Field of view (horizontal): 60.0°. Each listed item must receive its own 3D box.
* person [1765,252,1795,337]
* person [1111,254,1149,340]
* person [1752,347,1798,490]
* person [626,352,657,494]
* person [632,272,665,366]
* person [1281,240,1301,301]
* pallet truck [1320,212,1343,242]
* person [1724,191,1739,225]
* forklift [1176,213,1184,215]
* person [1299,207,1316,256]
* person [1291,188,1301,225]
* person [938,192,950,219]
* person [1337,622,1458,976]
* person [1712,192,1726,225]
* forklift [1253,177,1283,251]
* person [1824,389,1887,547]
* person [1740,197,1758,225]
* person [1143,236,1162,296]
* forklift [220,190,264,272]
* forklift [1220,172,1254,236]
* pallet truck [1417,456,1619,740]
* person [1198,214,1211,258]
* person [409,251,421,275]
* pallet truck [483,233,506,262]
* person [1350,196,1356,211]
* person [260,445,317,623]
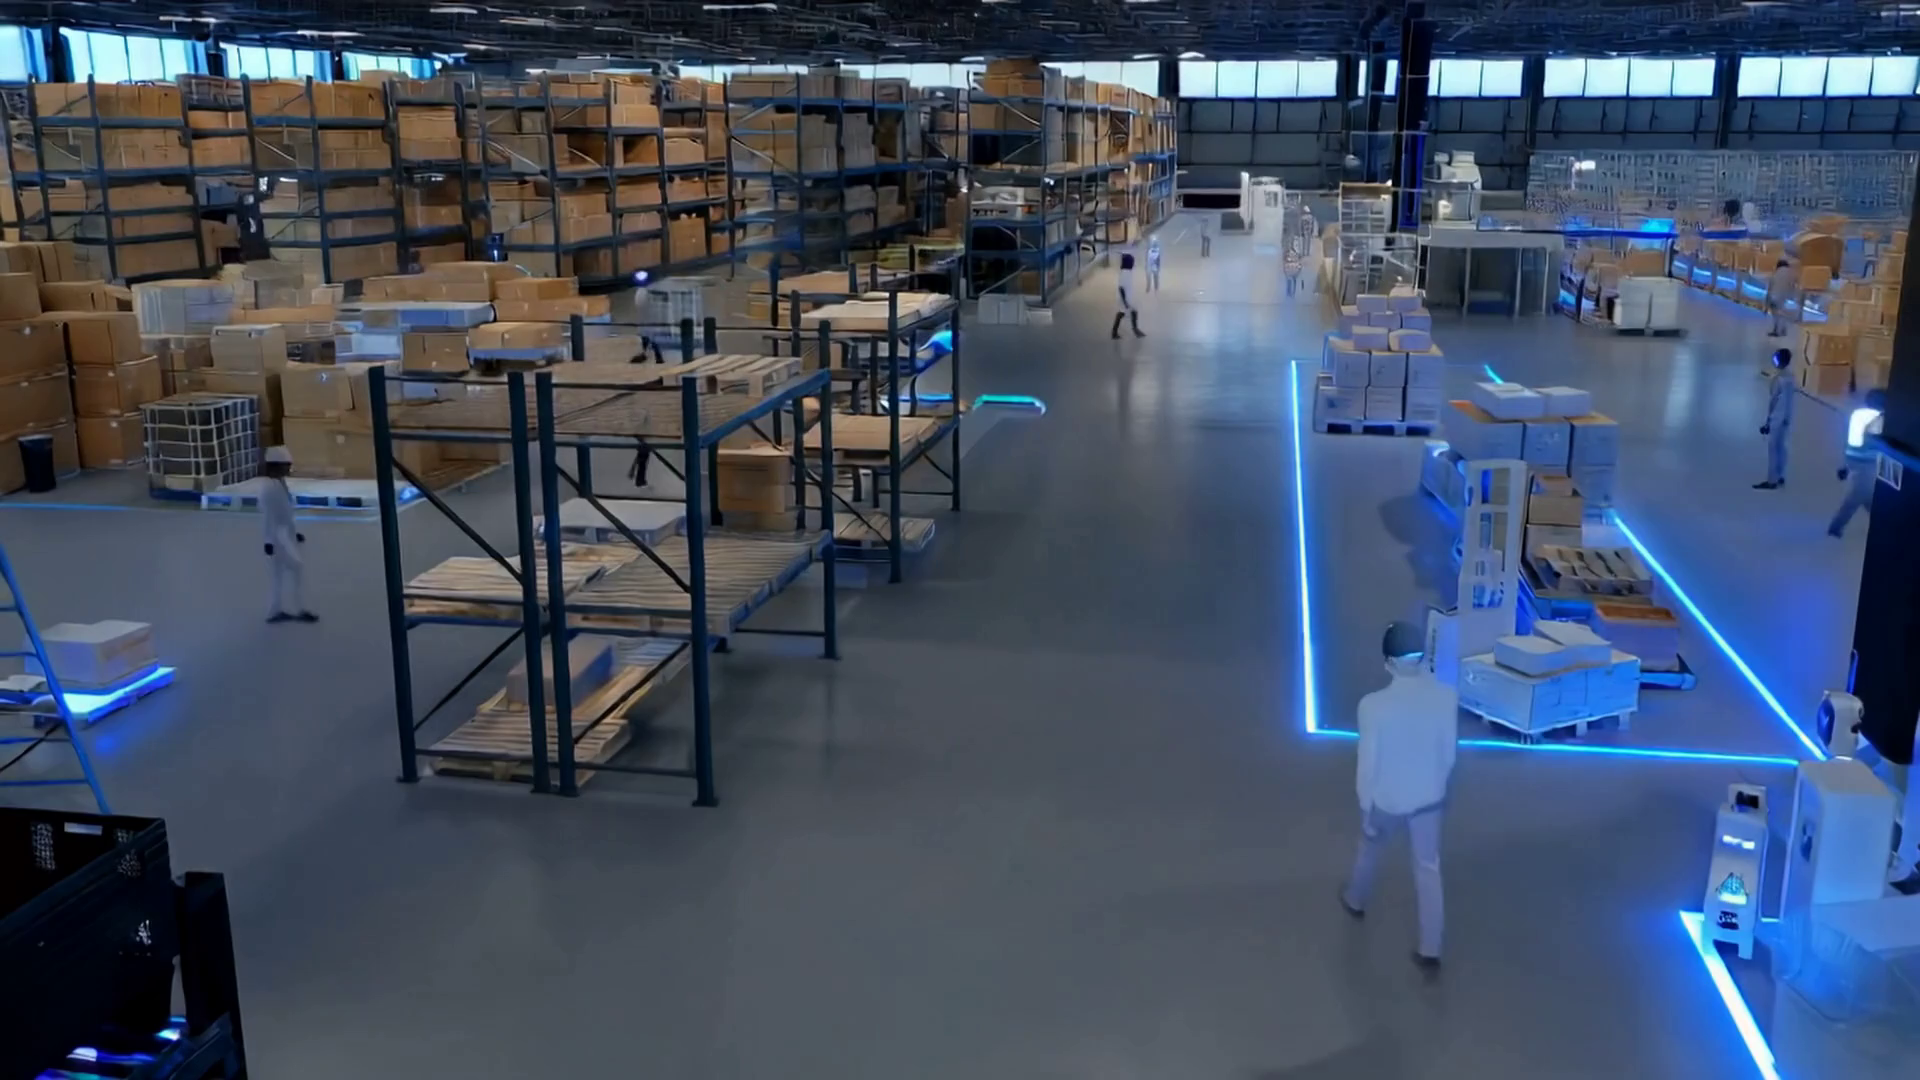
[{"bbox_3d":[18.665,-5.594,37.902,0.535,1.914,0.415,-3,14,-11],"label":"person"},{"bbox_3d":[3.803,-5.414,37.140,0.932,1.925,0.619,9,17,33],"label":"person"},{"bbox_3d":[10.654,-1.578,21.709,0.521,1.864,0.335,-8,16,-29],"label":"person"},{"bbox_3d":[-4.072,-1.506,21.462,0.407,1.831,0.526,-9,16,-31],"label":"person"},{"bbox_3d":[-6.288,-4.337,32.865,0.980,1.884,0.561,2,14,8],"label":"person"},{"bbox_3d":[9.114,-7.416,45.792,0.543,1.682,0.379,1,14,6],"label":"person"},{"bbox_3d":[15.874,-13.227,70.310,0.680,1.201,1.601,10,17,35],"label":"pallet truck"},{"bbox_3d":[34.191,-14.467,73.762,0.622,1.993,0.384,-4,14,-16],"label":"person"},{"bbox_3d":[11.547,-19.480,92.295,1.873,2.768,1.129,3,14,10],"label":"forklift"},{"bbox_3d":[12.997,-11.540,62.285,0.622,1.788,0.919,3,14,11],"label":"person"},{"bbox_3d":[16.084,-15.860,79.546,0.606,1.940,0.407,-8,16,-31],"label":"person"},{"bbox_3d":[-0.857,-18.015,88.606,0.611,1.786,0.924,1,14,6],"label":"person"},{"bbox_3d":[2.518,1.411,9.429,0.629,1.941,1.045,-1,14,-6],"label":"person"},{"bbox_3d":[35.105,-15.161,76.938,0.579,1.822,0.717,2,14,7],"label":"person"},{"bbox_3d":[12.083,-12.747,64.956,1.129,2.768,1.873,3,14,10],"label":"forklift"},{"bbox_3d":[10.251,-0.812,18.764,1.008,1.792,0.623,-1,14,-6],"label":"person"},{"bbox_3d":[33.345,-13.515,70.165,0.796,1.879,0.396,7,15,25],"label":"person"},{"bbox_3d":[5.465,-7.791,47.264,0.539,1.698,0.318,10,17,35],"label":"person"},{"bbox_3d":[-21.727,-9.345,51.143,1.873,2.768,1.129,5,15,18],"label":"forklift"},{"bbox_3d":[12.518,-14.840,73.455,1.873,2.768,1.129,3,14,10],"label":"forklift"},{"bbox_3d":[4.504,0.400,13.395,0.823,1.965,1.885,-6,15,-23],"label":"pallet truck"},{"bbox_3d":[9.048,-11.232,61.412,0.520,1.602,0.580,7,15,26],"label":"person"},{"bbox_3d":[-13.680,-6.398,41.679,0.404,1.661,0.588,-7,16,-28],"label":"person"},{"bbox_3d":[-11.832,-7.026,43.548,1.885,1.965,0.823,8,16,28],"label":"pallet truck"},{"bbox_3d":[20.655,-17.765,87.706,0.498,1.731,0.378,-7,15,-26],"label":"person"},{"bbox_3d":[-6.354,-0.051,15.770,0.622,1.718,0.512,-1,14,-5],"label":"person"}]
